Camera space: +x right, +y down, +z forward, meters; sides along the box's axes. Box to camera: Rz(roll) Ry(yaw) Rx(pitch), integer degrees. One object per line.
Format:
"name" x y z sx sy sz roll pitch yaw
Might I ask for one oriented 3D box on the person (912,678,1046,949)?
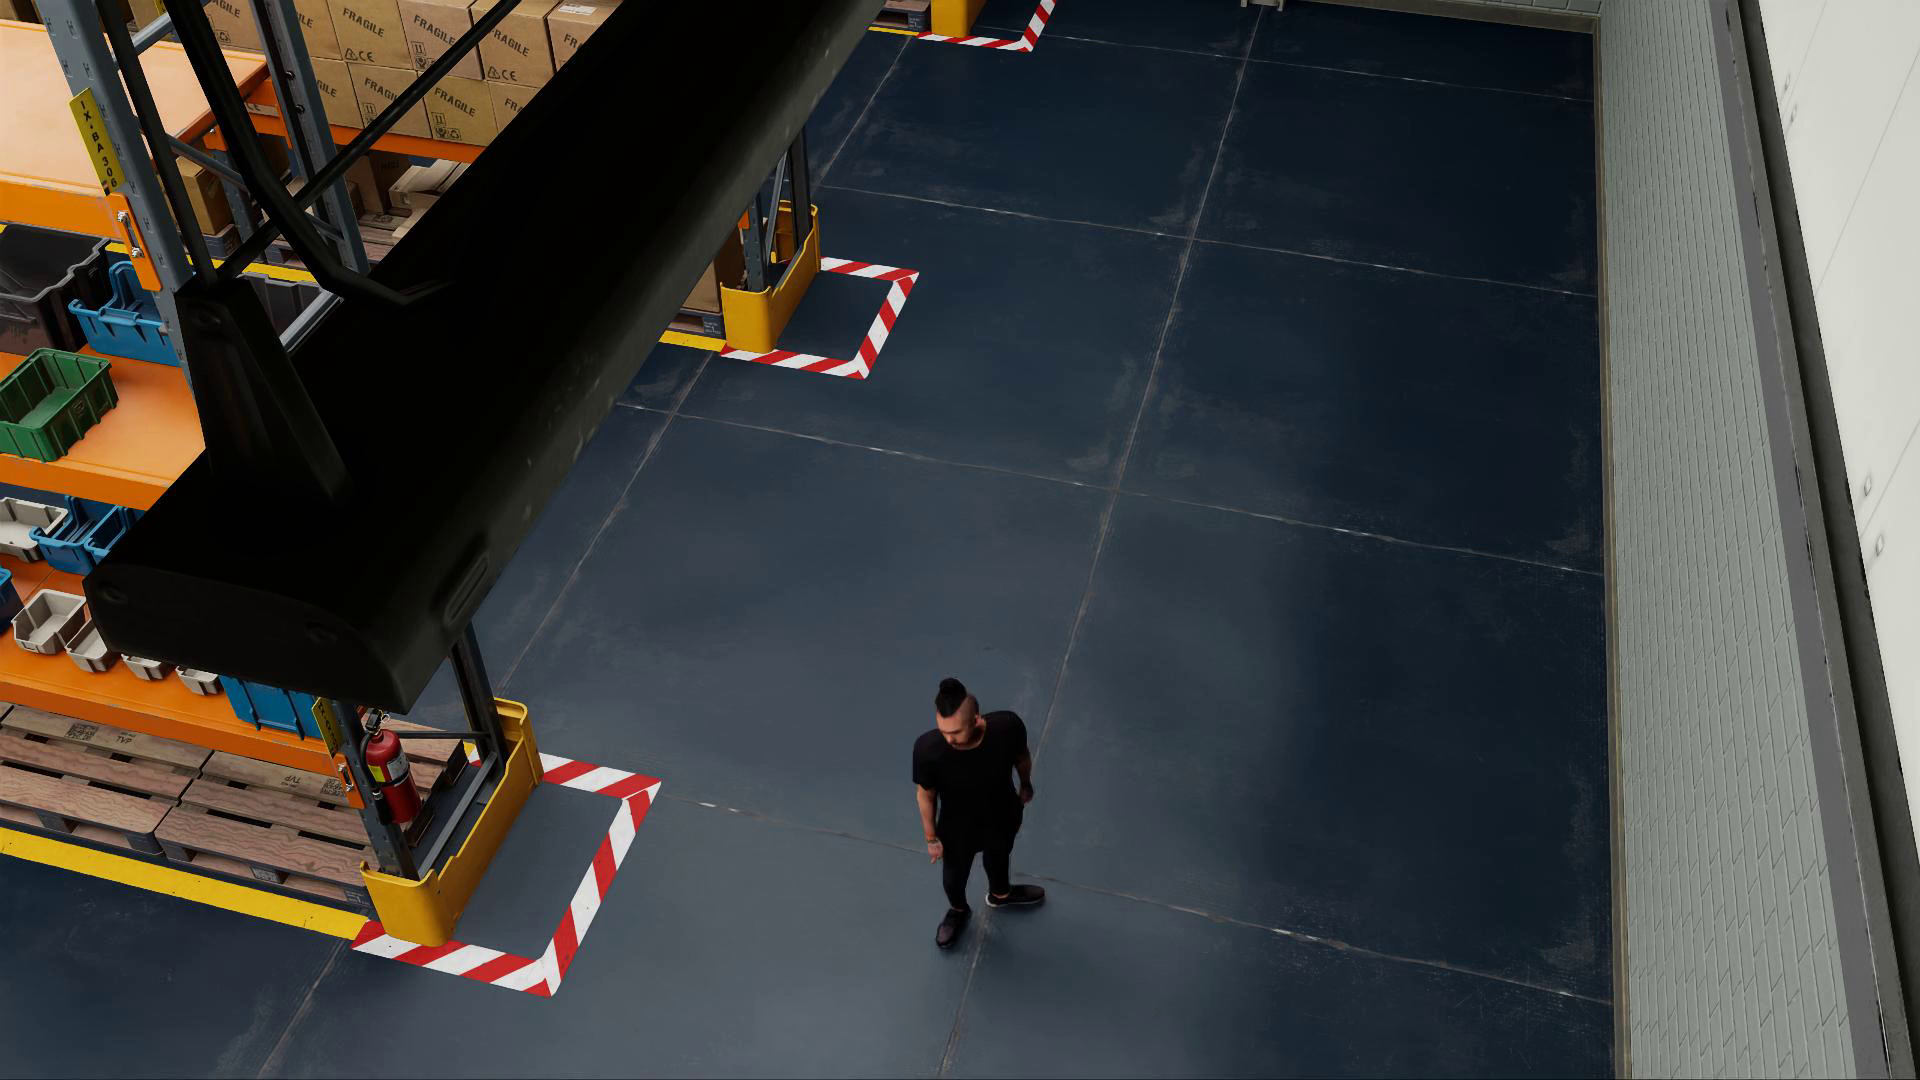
"person" 0.121 1.182 7.564 0.806 1.842 0.946 -24 48 -24
